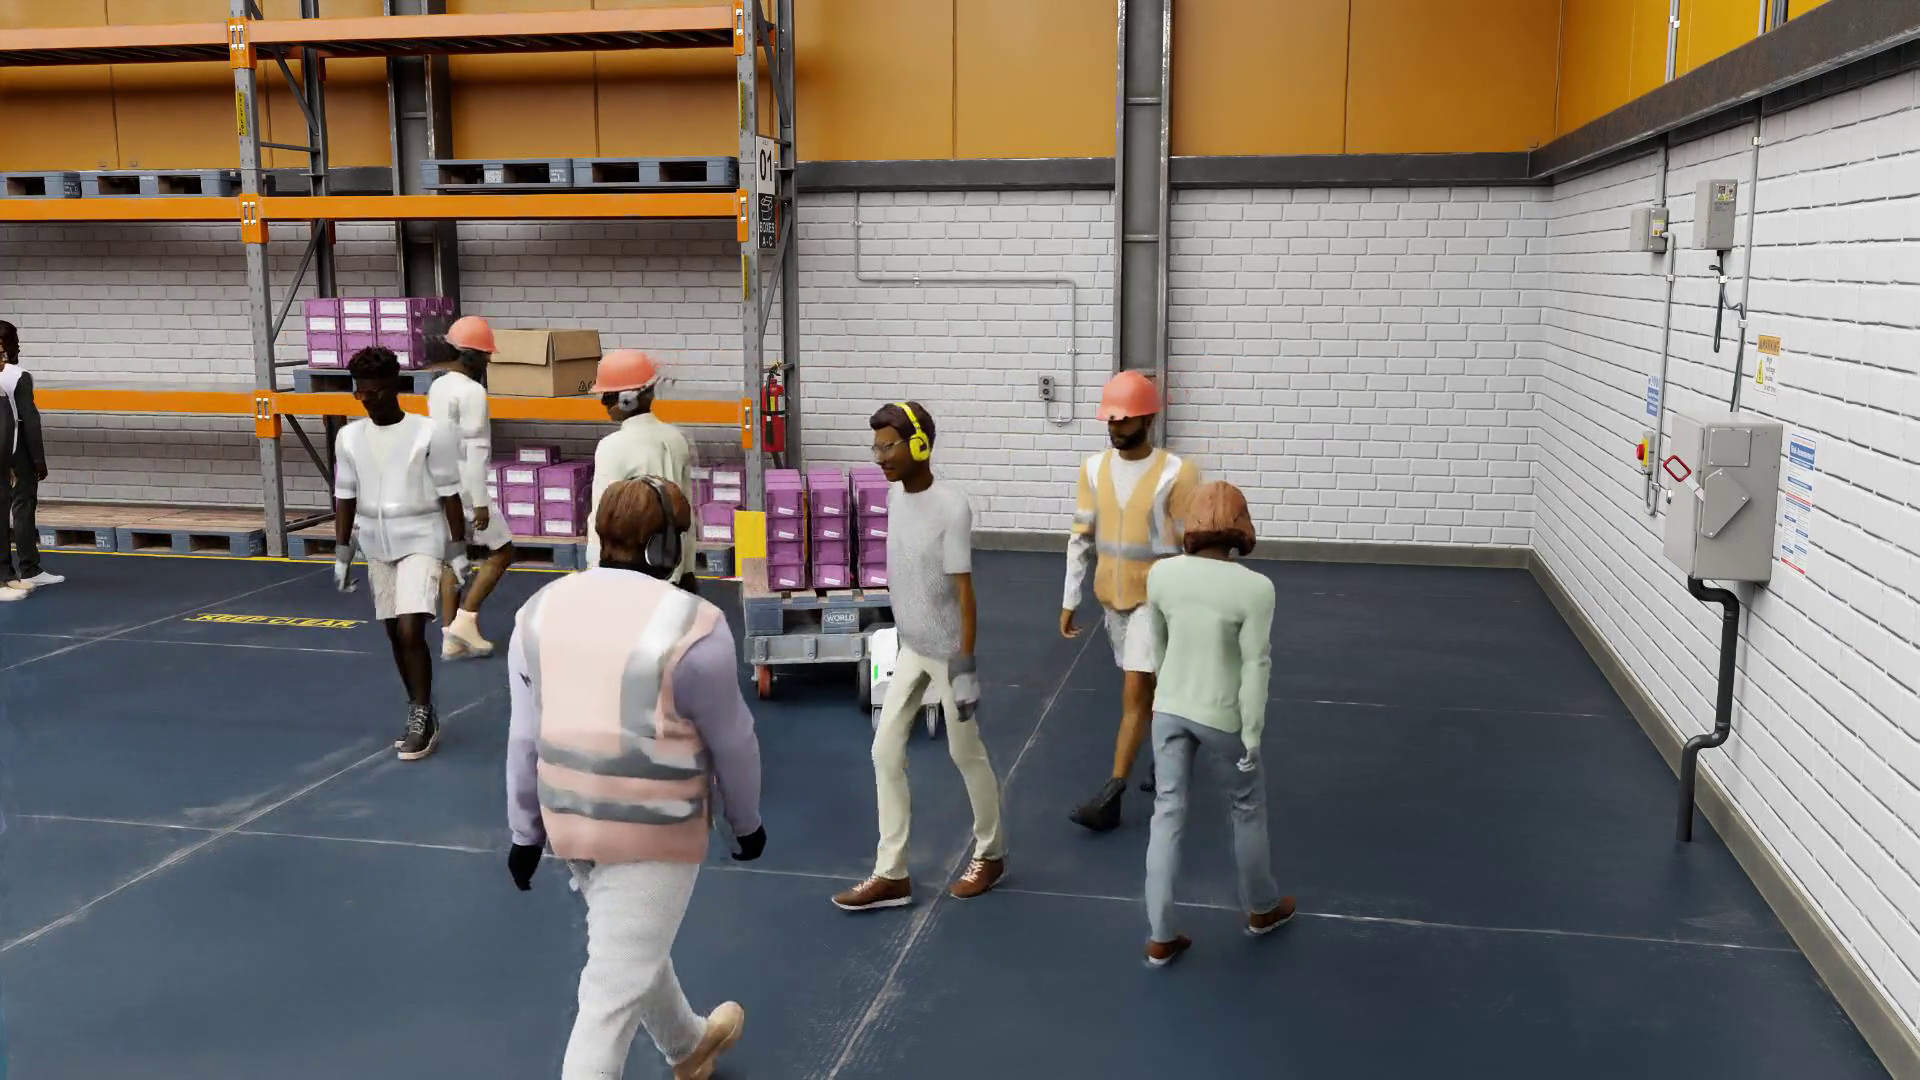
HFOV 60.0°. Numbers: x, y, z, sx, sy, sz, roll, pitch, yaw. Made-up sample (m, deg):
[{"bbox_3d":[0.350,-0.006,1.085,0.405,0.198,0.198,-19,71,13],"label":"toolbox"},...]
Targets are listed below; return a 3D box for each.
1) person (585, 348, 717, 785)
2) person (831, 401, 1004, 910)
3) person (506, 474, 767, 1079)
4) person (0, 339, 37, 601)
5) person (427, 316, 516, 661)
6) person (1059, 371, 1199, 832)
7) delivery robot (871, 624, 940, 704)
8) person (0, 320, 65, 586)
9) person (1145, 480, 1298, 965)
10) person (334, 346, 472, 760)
[{"bbox_3d":[-1.334,0.129,7.374,0.885,1.966,0.619,3,10,19],"label":"person"},{"bbox_3d":[-0.144,0.429,5.948,0.831,1.824,0.690,-7,12,-37],"label":"person"},{"bbox_3d":[-0.778,0.725,4.272,0.630,1.790,0.970,6,11,32],"label":"person"},{"bbox_3d":[-6.691,-0.504,11.534,0.346,1.846,0.506,-3,10,-16],"label":"person"},{"bbox_3d":[-2.869,-0.287,9.699,0.460,2.019,0.644,-8,12,-41],"label":"person"},{"bbox_3d":[0.726,0.226,7.035,0.562,1.878,1.021,7,12,36],"label":"person"},{"bbox_3d":[-0.275,0.618,8.368,0.477,0.478,0.707,0,9,-2],"label":"delivery robot"},{"bbox_3d":[-6.838,-0.611,11.957,0.593,1.919,0.392,3,10,18],"label":"person"},{"bbox_3d":[0.873,0.593,5.647,0.500,1.601,0.752,7,11,34],"label":"person"},{"bbox_3d":[-2.673,0.067,7.807,0.631,1.937,0.665,2,10,13],"label":"person"}]
